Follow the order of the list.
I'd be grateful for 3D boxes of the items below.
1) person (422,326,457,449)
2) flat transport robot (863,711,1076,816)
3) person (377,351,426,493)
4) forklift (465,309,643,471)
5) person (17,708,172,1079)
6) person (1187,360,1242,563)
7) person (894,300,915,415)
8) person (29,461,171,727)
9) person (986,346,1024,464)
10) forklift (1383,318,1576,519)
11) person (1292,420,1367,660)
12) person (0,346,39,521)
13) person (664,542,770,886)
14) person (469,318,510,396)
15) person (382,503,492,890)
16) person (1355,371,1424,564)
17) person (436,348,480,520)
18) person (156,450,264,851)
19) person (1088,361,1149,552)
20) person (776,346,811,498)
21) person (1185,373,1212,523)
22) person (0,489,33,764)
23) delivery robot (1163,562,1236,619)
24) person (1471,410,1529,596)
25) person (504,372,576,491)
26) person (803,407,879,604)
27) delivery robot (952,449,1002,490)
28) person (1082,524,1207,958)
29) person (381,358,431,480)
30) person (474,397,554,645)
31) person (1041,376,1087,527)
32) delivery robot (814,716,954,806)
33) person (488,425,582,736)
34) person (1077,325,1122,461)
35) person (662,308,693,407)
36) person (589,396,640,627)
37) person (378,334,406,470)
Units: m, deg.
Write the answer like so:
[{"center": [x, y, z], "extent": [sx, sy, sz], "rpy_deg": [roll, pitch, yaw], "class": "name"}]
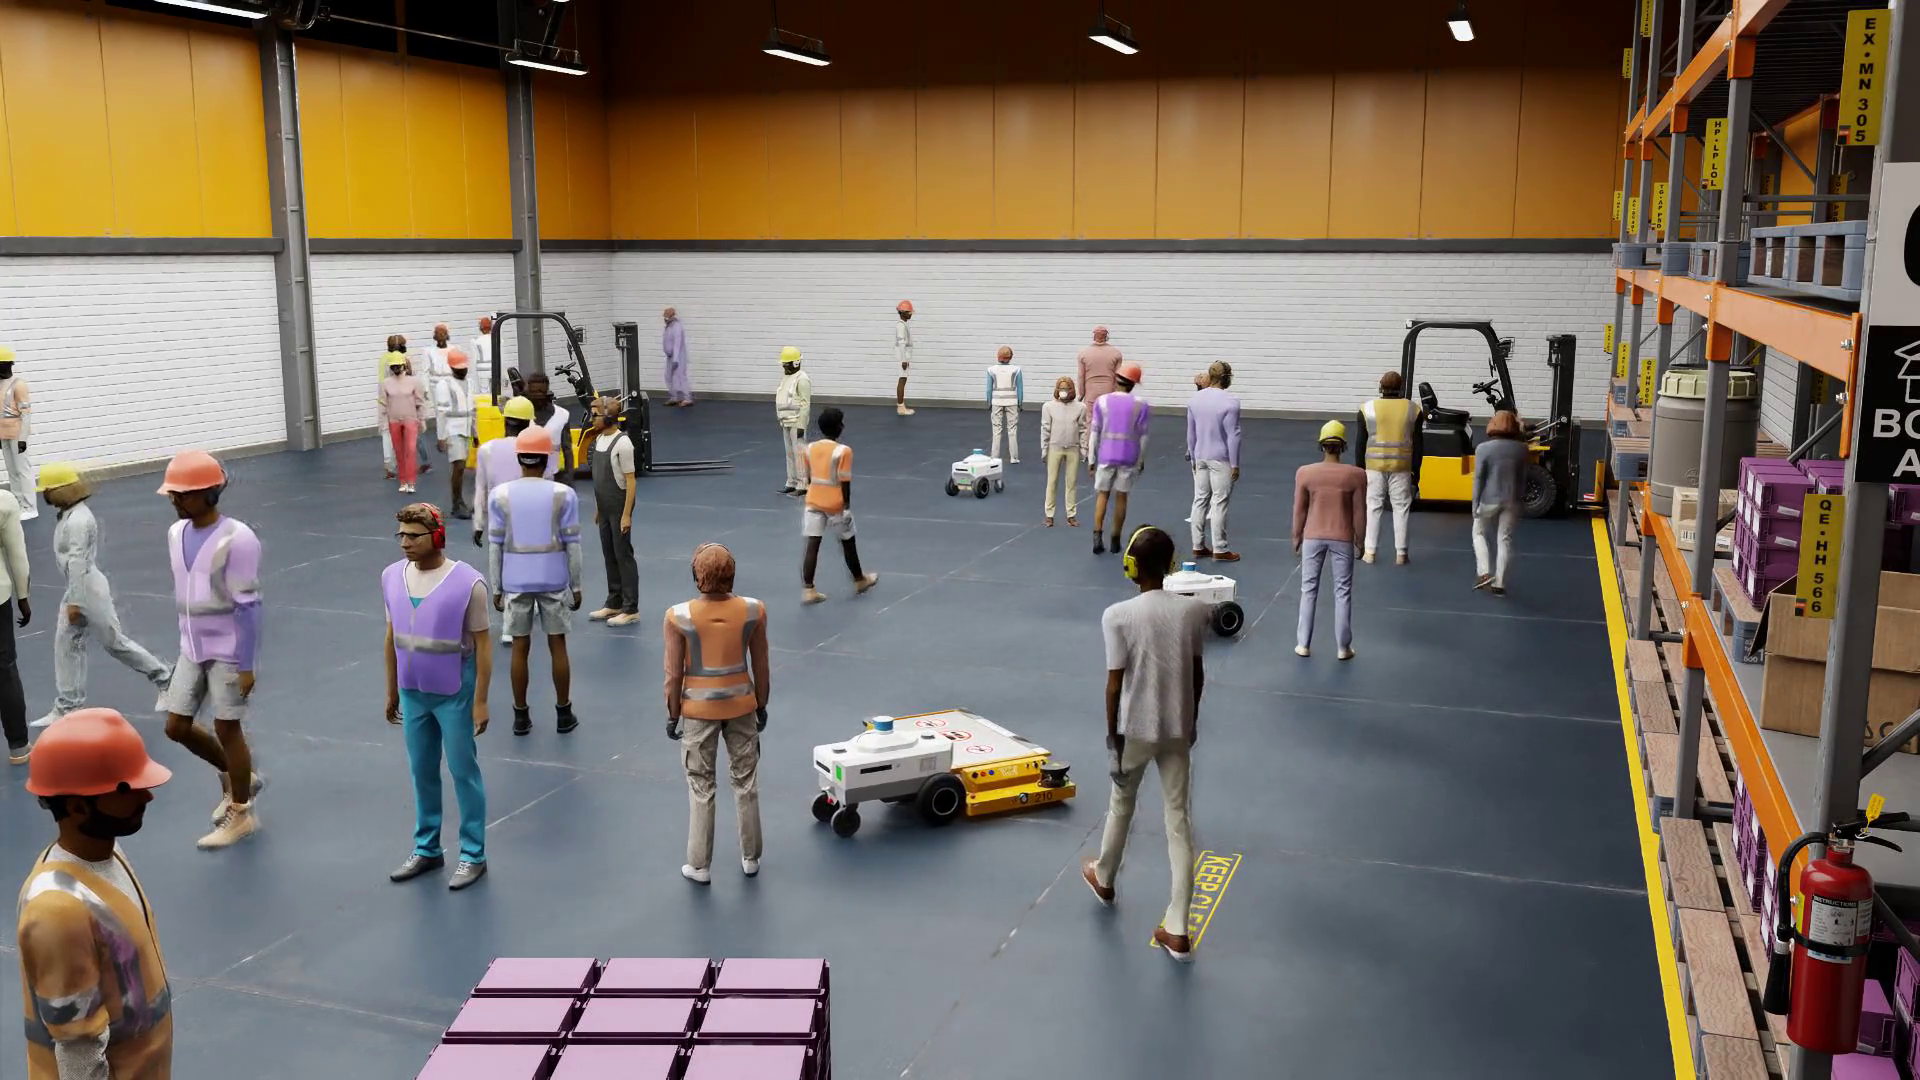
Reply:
[{"center": [-7.607, -2.219, 24.475], "extent": [0.577, 1.831, 0.981], "rpy_deg": [-3, 10, -15], "class": "person"}, {"center": [0.007, 1.228, 9.486], "extent": [0.652, 0.197, 1.431], "rpy_deg": [-5, 11, -28], "class": "flat transport robot"}, {"center": [-6.820, -1.419, 20.266], "extent": [0.546, 1.734, 0.795], "rpy_deg": [-1, 10, -6], "class": "person"}, {"center": [-5.354, -1.902, 21.697], "extent": [2.313, 2.155, 1.214], "rpy_deg": [-2, 10, -13], "class": "forklift"}, {"center": [-2.070, 1.353, 4.089], "extent": [0.362, 1.938, 0.545], "rpy_deg": [-4, 11, -21], "class": "person"}, {"center": [2.444, -0.754, 15.964], "extent": [0.366, 1.935, 0.630], "rpy_deg": [-7, 12, -36], "class": "person"}, {"center": [-0.985, -3.255, 29.744], "extent": [0.374, 2.044, 0.606], "rpy_deg": [0, 10, -1], "class": "person"}, {"center": [-5.481, 0.321, 10.599], "extent": [0.846, 1.702, 0.501], "rpy_deg": [-8, 13, -37], "class": "person"}, {"center": [0.622, -1.861, 23.030], "extent": [0.518, 1.640, 0.307], "rpy_deg": [1, 10, 8], "class": "person"}, {"center": [5.787, -1.437, 19.079], "extent": [2.313, 2.155, 1.214], "rpy_deg": [3, 11, 19], "class": "forklift"}, {"center": [2.716, -0.003, 12.260], "extent": [0.538, 1.755, 0.379], "rpy_deg": [3, 11, 18], "class": "person"}, {"center": [-10.457, -1.172, 18.335], "extent": [0.585, 1.929, 0.370], "rpy_deg": [7, 12, 35], "class": "person"}, {"center": [-1.148, 0.825, 7.905], "extent": [0.519, 1.640, 0.307], "rpy_deg": [-4, 11, -23], "class": "person"}, {"center": [-7.538, -2.614, 26.648], "extent": [0.628, 1.871, 0.471], "rpy_deg": [-5, 11, -28], "class": "person"}, {"center": [-2.465, 0.725, 7.885], "extent": [0.571, 1.843, 0.373], "rpy_deg": [4, 11, 20], "class": "person"}, {"center": [4.083, -0.688, 15.861], "extent": [0.634, 1.839, 0.429], "rpy_deg": [2, 10, 10], "class": "person"}, {"center": [-5.539, -1.175, 18.439], "extent": [0.562, 1.898, 0.651], "rpy_deg": [4, 11, 22], "class": "person"}, {"center": [-3.747, 0.554, 8.352], "extent": [0.609, 2.031, 0.435], "rpy_deg": [5, 11, 25], "class": "person"}, {"center": [1.570, -0.812, 16.367], "extent": [0.584, 1.904, 0.445], "rpy_deg": [2, 10, 13], "class": "person"}, {"center": [-2.012, -1.420, 20.021], "extent": [0.404, 1.827, 0.586], "rpy_deg": [-6, 12, -29], "class": "person"}, {"center": [2.671, -0.995, 18.149], "extent": [0.512, 1.642, 0.312], "rpy_deg": [-8, 13, -37], "class": "person"}, {"center": [-5.727, 0.342, 9.624], "extent": [0.623, 1.992, 0.396], "rpy_deg": [-7, 12, -33], "class": "person"}, {"center": [1.783, 0.417, 12.989], "extent": [0.707, 0.478, 0.477], "rpy_deg": [-3, 11, -18], "class": "delivery robot"}, {"center": [4.665, -0.318, 14.425], "extent": [0.505, 1.615, 0.384], "rpy_deg": [-1, 10, -4], "class": "person"}, {"center": [-3.776, -0.562, 14.998], "extent": [0.608, 1.895, 0.537], "rpy_deg": [-5, 11, -27], "class": "person"}, {"center": [-1.057, -0.307, 14.213], "extent": [0.552, 1.648, 0.843], "rpy_deg": [7, 12, 35], "class": "person"}, {"center": [0.211, -0.859, 20.178], "extent": [0.477, 0.478, 0.707], "rpy_deg": [6, 12, 32], "class": "delivery robot"}, {"center": [0.836, 0.836, 7.331], "extent": [0.522, 1.818, 0.947], "rpy_deg": [-2, 10, -13], "class": "person"}, {"center": [-7.236, -1.608, 21.762], "extent": [0.506, 1.582, 0.885], "rpy_deg": [4, 11, 20], "class": "person"}, {"center": [-3.415, -0.174, 12.890], "extent": [0.599, 1.861, 1.017], "rpy_deg": [1, 10, 8], "class": "person"}, {"center": [1.123, -0.951, 17.921], "extent": [0.503, 1.631, 0.282], "rpy_deg": [-1, 10, -5], "class": "person"}, {"center": [-0.401, 1.171, 8.747], "extent": [0.707, 0.478, 0.477], "rpy_deg": [-5, 11, -28], "class": "delivery robot"}, {"center": [-2.625, 0.254, 10.316], "extent": [0.553, 1.929, 0.390], "rpy_deg": [-2, 10, -10], "class": "person"}, {"center": [1.966, -2.053, 23.359], "extent": [0.641, 1.908, 0.407], "rpy_deg": [1, 10, 4], "class": "person"}, {"center": [-5.308, -3.403, 31.075], "extent": [0.656, 1.867, 0.663], "rpy_deg": [-6, 12, -30], "class": "person"}, {"center": [-2.769, -0.233, 13.287], "extent": [0.326, 1.841, 0.516], "rpy_deg": [-8, 13, -38], "class": "person"}, {"center": [-7.627, -1.859, 22.498], "extent": [0.434, 1.834, 0.627], "rpy_deg": [-7, 12, -33], "class": "person"}]
